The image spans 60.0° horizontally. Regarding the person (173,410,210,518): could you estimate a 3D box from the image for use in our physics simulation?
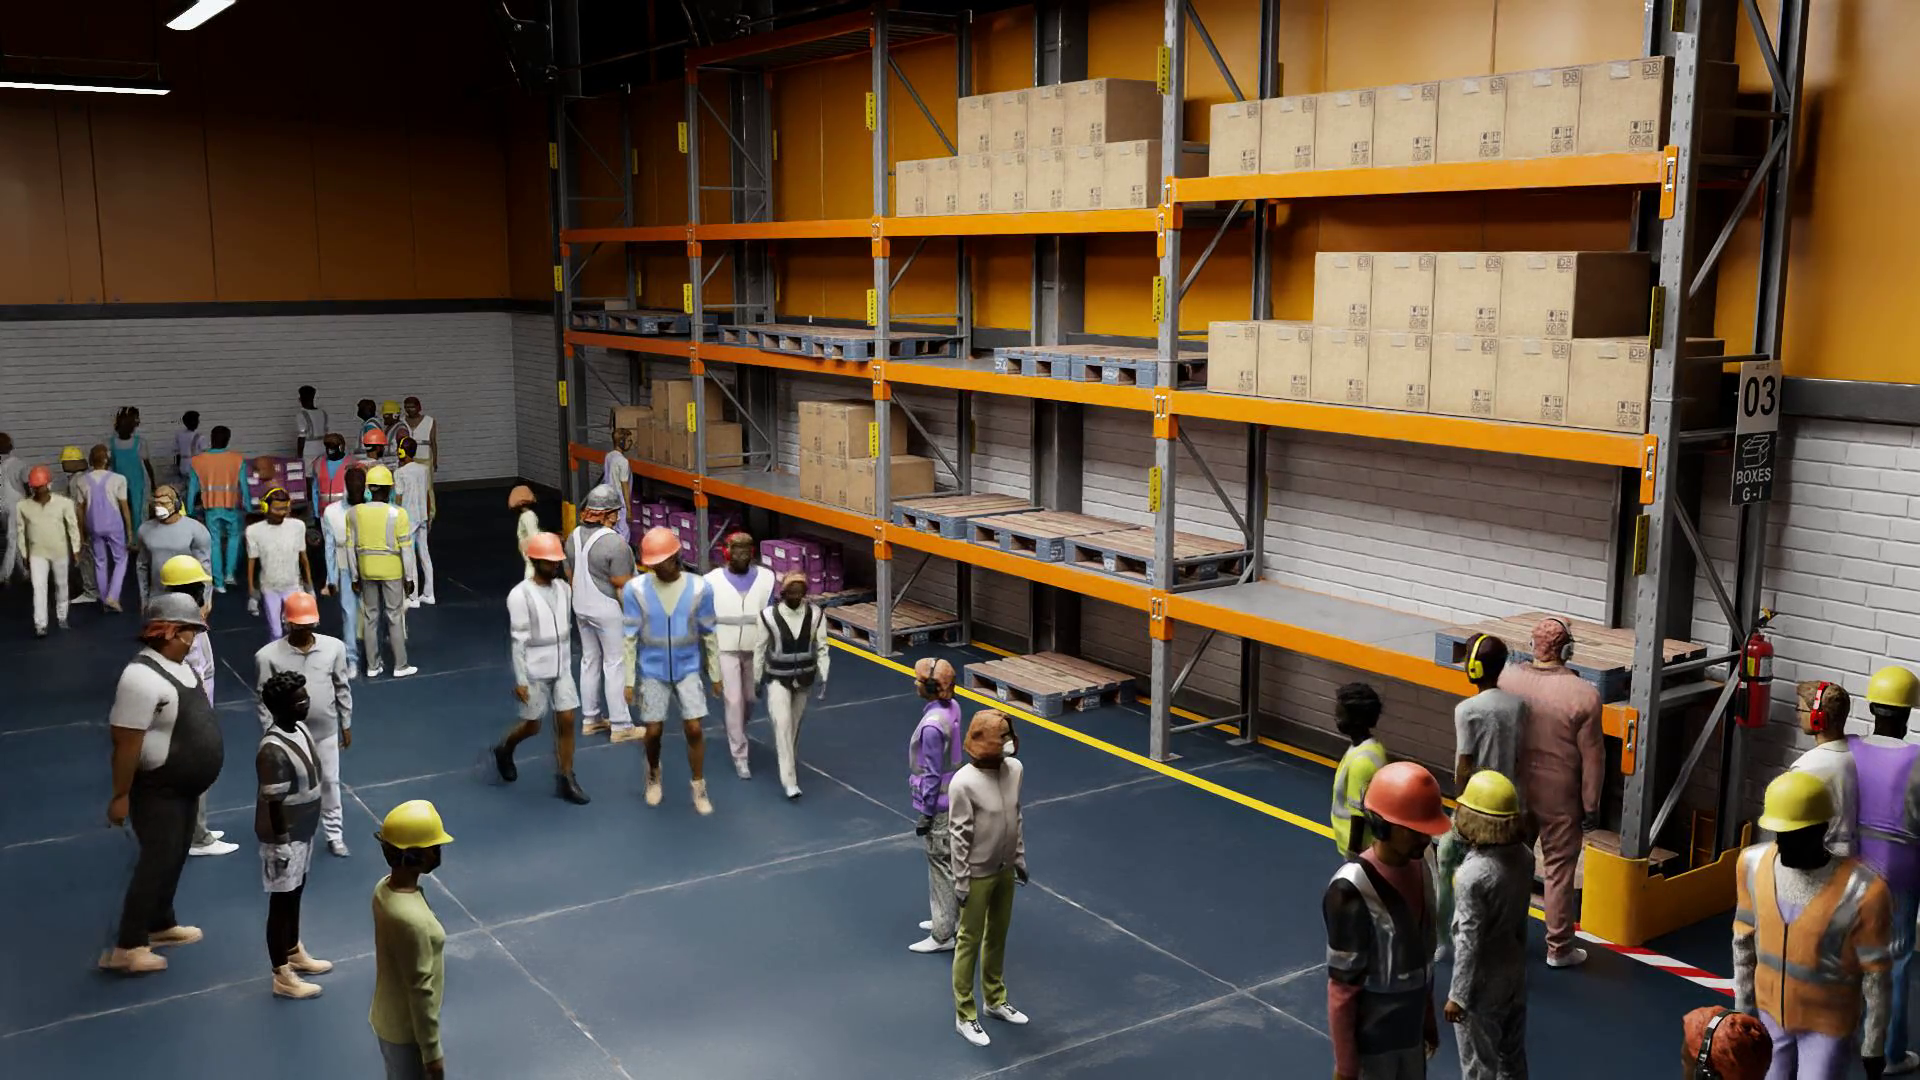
[{"bbox_3d":[-10.567,-0.965,23.127,0.546,1.674,0.623,4,11,23],"label":"person"}]

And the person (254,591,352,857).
[{"bbox_3d":[-4.089,1.172,10.418,0.565,1.742,0.352,-6,12,-33],"label":"person"}]

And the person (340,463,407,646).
[{"bbox_3d":[-5.790,0.149,16.233,0.767,1.805,0.572,2,10,11],"label":"person"}]

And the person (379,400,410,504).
[{"bbox_3d":[-7.833,-1.028,23.096,0.403,1.825,0.593,-7,12,-35],"label":"person"}]

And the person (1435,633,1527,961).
[{"bbox_3d":[2.686,1.393,8.828,0.541,1.839,0.822,-5,11,-26],"label":"person"}]

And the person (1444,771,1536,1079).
[{"bbox_3d":[2.134,1.790,6.784,0.488,1.743,0.319,-8,13,-40],"label":"person"}]

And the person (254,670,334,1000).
[{"bbox_3d":[-3.460,1.503,8.602,0.322,1.696,0.536,-1,10,-7],"label":"person"}]

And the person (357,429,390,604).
[{"bbox_3d":[-6.400,-0.259,18.275,0.543,1.929,0.385,8,13,40],"label":"person"}]

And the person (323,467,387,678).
[{"bbox_3d":[-5.459,0.287,15.149,0.595,1.933,0.414,-4,11,-24],"label":"person"}]

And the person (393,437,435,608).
[{"bbox_3d":[-5.956,-0.194,18.087,0.329,1.863,0.509,5,11,27],"label":"person"}]

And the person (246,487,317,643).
[{"bbox_3d":[-5.838,0.456,14.310,0.588,1.839,0.573,-6,12,-33],"label":"person"}]

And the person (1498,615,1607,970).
[{"bbox_3d":[3.139,1.343,8.929,0.645,1.908,0.408,8,13,40],"label":"person"}]

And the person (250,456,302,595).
[{"bbox_3d":[-7.670,-0.157,18.609,0.558,1.590,0.527,-7,12,-36],"label":"person"}]

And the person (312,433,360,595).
[{"bbox_3d":[-6.973,-0.288,18.691,0.633,1.842,0.429,1,10,6],"label":"person"}]

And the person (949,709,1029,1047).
[{"bbox_3d":[0.145,1.618,8.106,0.279,1.636,0.505,8,13,40],"label":"person"}]

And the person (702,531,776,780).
[{"bbox_3d":[-1.658,0.806,12.374,0.576,1.816,0.790,-4,11,-24],"label":"person"}]

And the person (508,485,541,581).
[{"bbox_3d":[-4.135,0.264,16.145,0.443,1.598,0.521,-1,10,-8],"label":"person"}]

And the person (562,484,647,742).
[{"bbox_3d":[-2.764,0.558,13.144,0.690,2.000,0.538,8,12,39],"label":"person"}]

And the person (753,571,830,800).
[{"bbox_3d":[-1.178,1.013,11.767,0.522,1.591,0.835,-4,10,-22],"label":"person"}]

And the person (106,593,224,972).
[{"bbox_3d":[-4.292,1.257,9.040,0.555,2.000,0.726,-1,10,-8],"label":"person"}]

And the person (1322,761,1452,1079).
[{"bbox_3d":[1.562,1.776,6.036,0.612,2.030,0.403,-10,14,-44],"label":"person"}]

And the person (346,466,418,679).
[{"bbox_3d":[-5.219,0.294,15.033,0.593,1.922,0.384,1,10,4],"label":"person"}]

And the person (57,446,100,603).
[{"bbox_3d":[-9.702,-0.171,18.325,0.323,1.737,0.483,-2,10,-12],"label":"person"}]

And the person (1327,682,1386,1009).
[{"bbox_3d":[2.025,1.547,8.382,0.335,1.684,0.535,2,10,14],"label":"person"}]

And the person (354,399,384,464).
[{"bbox_3d":[-8.167,-1.033,23.067,0.430,1.845,0.623,-3,10,-16],"label":"person"}]

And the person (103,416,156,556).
[{"bbox_3d":[-10.688,-0.705,21.331,0.603,1.778,0.998,-3,10,-16],"label":"person"}]

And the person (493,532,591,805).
[{"bbox_3d":[-2.947,0.876,11.646,0.800,1.920,0.552,7,12,37],"label":"person"}]

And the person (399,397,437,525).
[{"bbox_3d":[-7.711,-1.127,23.658,0.570,1.832,0.399,0,10,0],"label":"person"}]

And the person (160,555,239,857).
[{"bbox_3d":[-4.891,1.050,10.580,0.357,1.930,0.586,-7,12,-37],"label":"person"}]

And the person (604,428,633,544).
[{"bbox_3d":[-3.940,-0.390,19.327,0.357,1.835,0.516,-7,12,-36],"label":"person"}]

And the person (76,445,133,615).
[{"bbox_3d":[-9.002,-0.076,17.512,0.529,1.822,0.708,-3,10,-15],"label":"person"}]

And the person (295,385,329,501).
[{"bbox_3d":[-9.361,-1.260,24.032,0.361,1.964,0.612,3,10,19],"label":"person"}]

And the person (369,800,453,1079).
[{"bbox_3d":[-2.076,1.854,6.367,0.340,1.762,0.527,-5,11,-28],"label":"person"}]

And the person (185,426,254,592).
[{"bbox_3d":[-8.465,-0.360,18.980,0.744,1.880,0.593,-4,10,-22],"label":"person"}]

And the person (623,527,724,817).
[{"bbox_3d":[-1.954,0.879,11.325,0.684,2.027,0.537,-2,10,-11],"label":"person"}]

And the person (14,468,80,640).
[{"bbox_3d":[-9.165,0.117,16.729,0.574,1.696,0.921,-5,11,-25],"label":"person"}]

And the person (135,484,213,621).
[{"bbox_3d":[-6.510,0.498,13.798,0.632,1.940,0.372,1,10,3],"label":"person"}]

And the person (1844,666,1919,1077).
[{"bbox_3d":[4.278,1.532,7.754,0.587,1.928,0.362,9,13,43],"label":"person"}]

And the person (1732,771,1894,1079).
[{"bbox_3d":[3.196,1.789,6.316,0.508,1.902,0.589,-5,11,-28],"label":"person"}]

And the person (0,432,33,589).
[{"bbox_3d":[-10.994,-0.342,19.182,0.531,1.787,0.936,-1,10,-7],"label":"person"}]

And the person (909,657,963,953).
[{"bbox_3d":[-0.123,1.443,9.119,0.310,1.642,0.514,2,10,11],"label":"person"}]

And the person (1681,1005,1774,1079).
[{"bbox_3d":[1.991,2.132,4.384,0.575,1.880,0.358,-4,11,-23],"label":"person"}]
